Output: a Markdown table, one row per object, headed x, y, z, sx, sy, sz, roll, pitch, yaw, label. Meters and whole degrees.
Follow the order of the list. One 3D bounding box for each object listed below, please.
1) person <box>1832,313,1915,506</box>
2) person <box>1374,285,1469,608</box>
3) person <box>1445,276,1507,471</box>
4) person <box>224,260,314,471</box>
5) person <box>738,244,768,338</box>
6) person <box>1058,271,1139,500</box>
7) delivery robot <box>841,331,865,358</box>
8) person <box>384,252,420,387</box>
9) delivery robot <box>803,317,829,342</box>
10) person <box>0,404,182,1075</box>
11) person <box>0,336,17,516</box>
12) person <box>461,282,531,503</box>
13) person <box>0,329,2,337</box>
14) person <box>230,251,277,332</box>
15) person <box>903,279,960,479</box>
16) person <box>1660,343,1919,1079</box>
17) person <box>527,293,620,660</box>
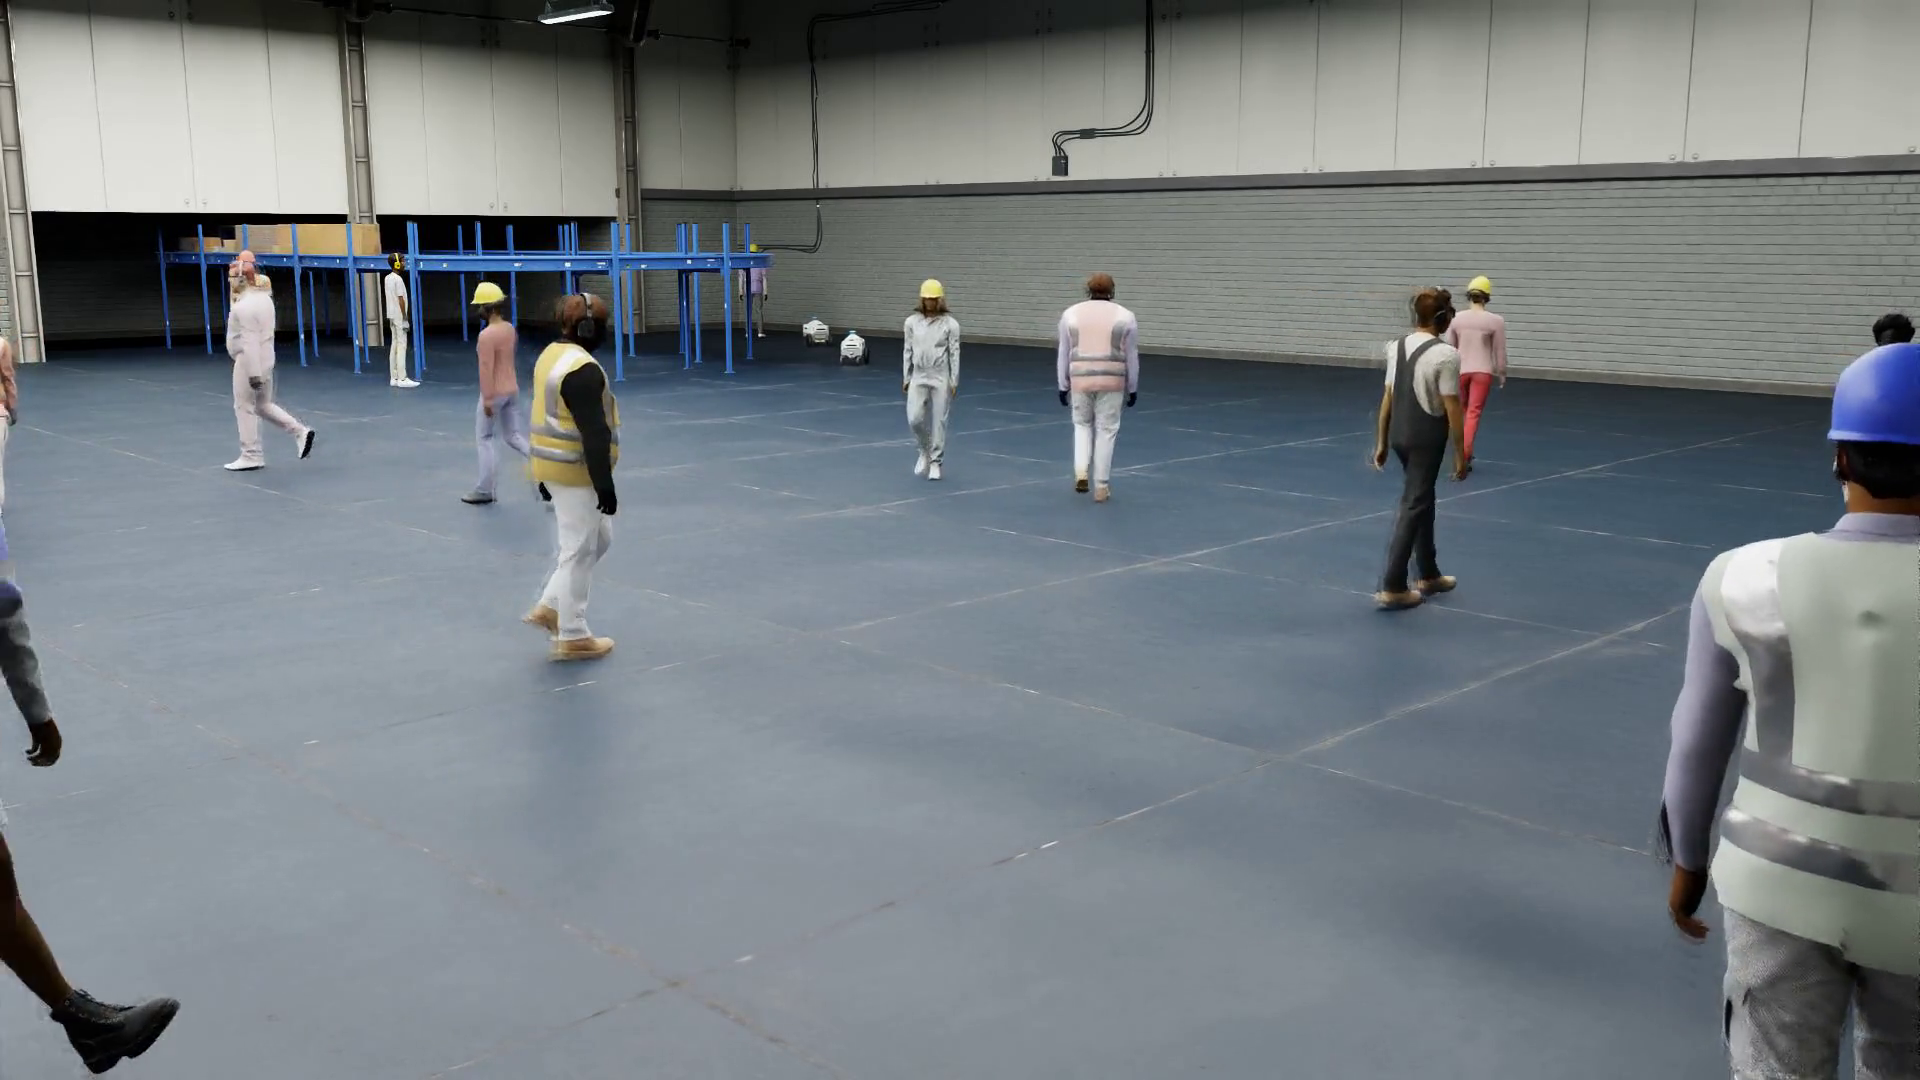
| x | y | z | sx | sy | sz | roll | pitch | yaw | label |
| --- | --- | --- | --- | --- | --- | --- | --- | --- | --- |
| 5.385 | -0.490 | 9.717 | 0.537 | 1.673 | 0.758 | 5 | 11 | 24 | person |
| 2.726 | -0.534 | 9.525 | 0.793 | 1.818 | 0.549 | -5 | 12 | -26 | person |
| 4.698 | -1.514 | 15.108 | 0.542 | 1.727 | 0.831 | 7 | 12 | 32 | person |
| -6.328 | -1.581 | 15.063 | 0.686 | 1.889 | 0.641 | -1 | 10 | -3 | person |
| -4.284 | -5.162 | 34.483 | 0.596 | 1.925 | 0.372 | 0 | 10 | -1 | person |
| 1.115 | -1.235 | 13.347 | 0.648 | 1.826 | 0.448 | 3 | 11 | 14 | person |
| -1.761 | -3.200 | 27.391 | 0.477 | 0.478 | 0.707 | 0 | 10 | 1 | delivery robot |
| -7.885 | -3.101 | 23.403 | 0.321 | 1.871 | 0.532 | -9 | 14 | -41 | person |
| -2.767 | -4.028 | 31.909 | 0.477 | 0.478 | 0.707 | -4 | 11 | -21 | delivery robot |
| -2.479 | 0.429 | 4.124 | 1.025 | 1.875 | 0.559 | 1 | 10 | 3 | person |
| -7.406 | -0.991 | 12.576 | 0.517 | 1.626 | 0.430 | -5 | 11 | -24 | person |
| -3.591 | -1.155 | 13.109 | 0.723 | 1.744 | 0.528 | 3 | 11 | 15 | person |
| -9.746 | -1.809 | 16.318 | 0.646 | 1.892 | 0.434 | -5 | 11 | -24 | person |
| -10.082 | -3.152 | 23.646 | 0.563 | 1.878 | 0.990 | -8 | 13 | -38 | person |
| -0.254 | -1.390 | 14.435 | 0.512 | 1.726 | 0.377 | 2 | 11 | 9 | person |
| 1.632 | 0.604 | 3.046 | 0.646 | 1.917 | 0.816 | 6 | 12 | 28 | person |
| -1.917 | -0.315 | 8.333 | 0.438 | 1.825 | 0.642 | -5 | 11 | -25 | person |
